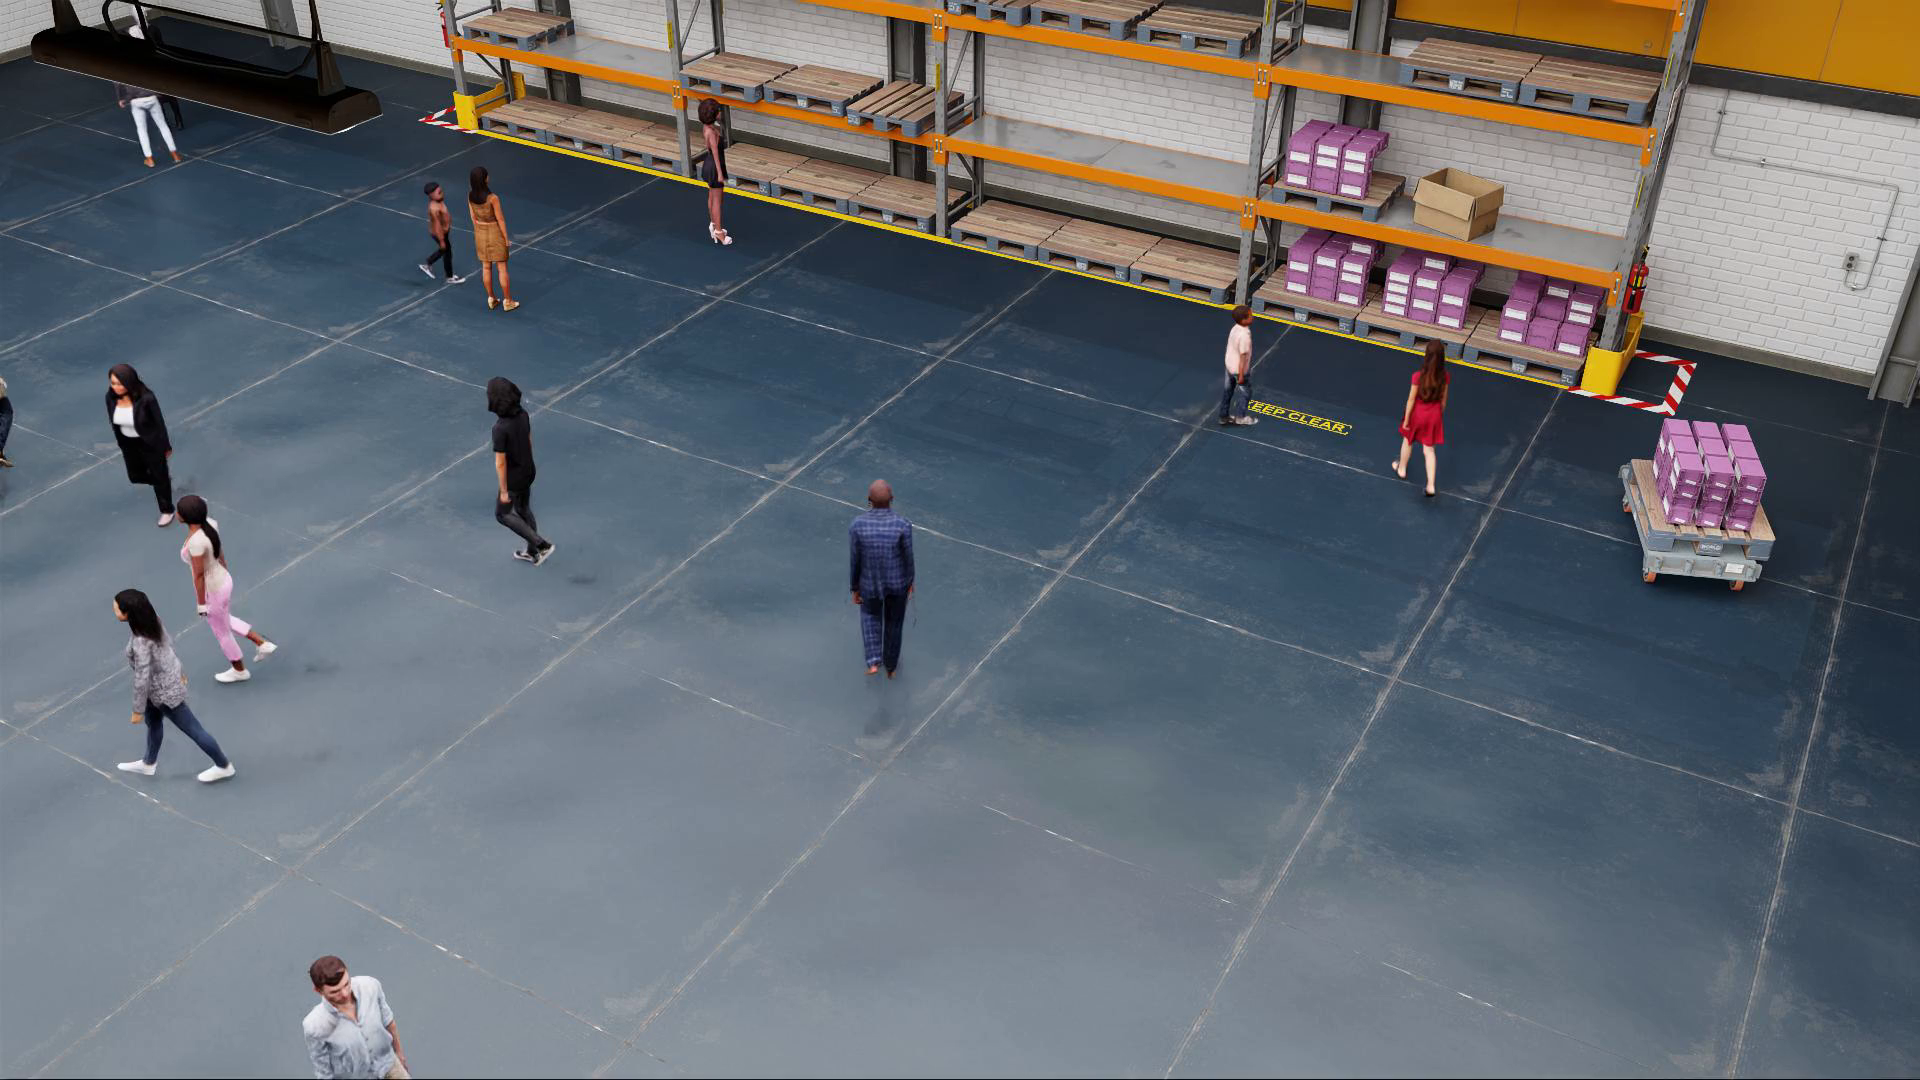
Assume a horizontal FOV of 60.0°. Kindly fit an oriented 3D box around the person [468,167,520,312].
[{"bbox_3d":[-5.264,-3.378,18.651,0.496,1.690,0.652,11,35,17],"label":"person"}]

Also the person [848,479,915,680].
[{"bbox_3d":[-0.590,0.365,12.914,0.816,1.808,0.878,0,34,0],"label":"person"}]

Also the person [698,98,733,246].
[{"bbox_3d":[-2.987,-4.487,20.230,0.707,1.790,0.642,-10,35,-15],"label":"person"}]

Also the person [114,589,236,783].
[{"bbox_3d":[-5.613,1.078,11.939,1.139,1.700,1.043,-7,34,-10],"label":"person"}]

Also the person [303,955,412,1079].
[{"bbox_3d":[-3.300,2.887,9.095,0.711,1.835,0.695,23,40,30],"label":"person"}]

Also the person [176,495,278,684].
[{"bbox_3d":[-5.701,0.394,12.939,0.858,1.732,0.786,-5,34,-7],"label":"person"}]

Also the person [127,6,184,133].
[{"bbox_3d":[-11.376,-6.651,23.495,0.667,1.779,0.648,-25,41,-32],"label":"person"}]

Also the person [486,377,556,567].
[{"bbox_3d":[-3.740,-0.541,14.266,0.769,1.820,0.715,11,35,16],"label":"person"}]

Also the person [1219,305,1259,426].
[{"bbox_3d":[2.698,-1.718,16.508,0.733,1.298,0.673,-7,34,-11],"label":"person"}]

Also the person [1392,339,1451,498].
[{"bbox_3d":[4.320,-1.101,15.375,1.021,1.525,0.957,-1,34,-1],"label":"person"}]

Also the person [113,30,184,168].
[{"bbox_3d":[-11.007,-5.931,22.376,0.881,1.819,0.869,-20,39,-27],"label":"person"}]

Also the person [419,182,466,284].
[{"bbox_3d":[-6.100,-3.555,19.322,0.827,1.243,0.744,-4,34,-6],"label":"person"}]

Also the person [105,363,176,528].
[{"bbox_3d":[-7.324,-0.911,15.018,0.861,1.603,0.893,0,34,0],"label":"person"}]
